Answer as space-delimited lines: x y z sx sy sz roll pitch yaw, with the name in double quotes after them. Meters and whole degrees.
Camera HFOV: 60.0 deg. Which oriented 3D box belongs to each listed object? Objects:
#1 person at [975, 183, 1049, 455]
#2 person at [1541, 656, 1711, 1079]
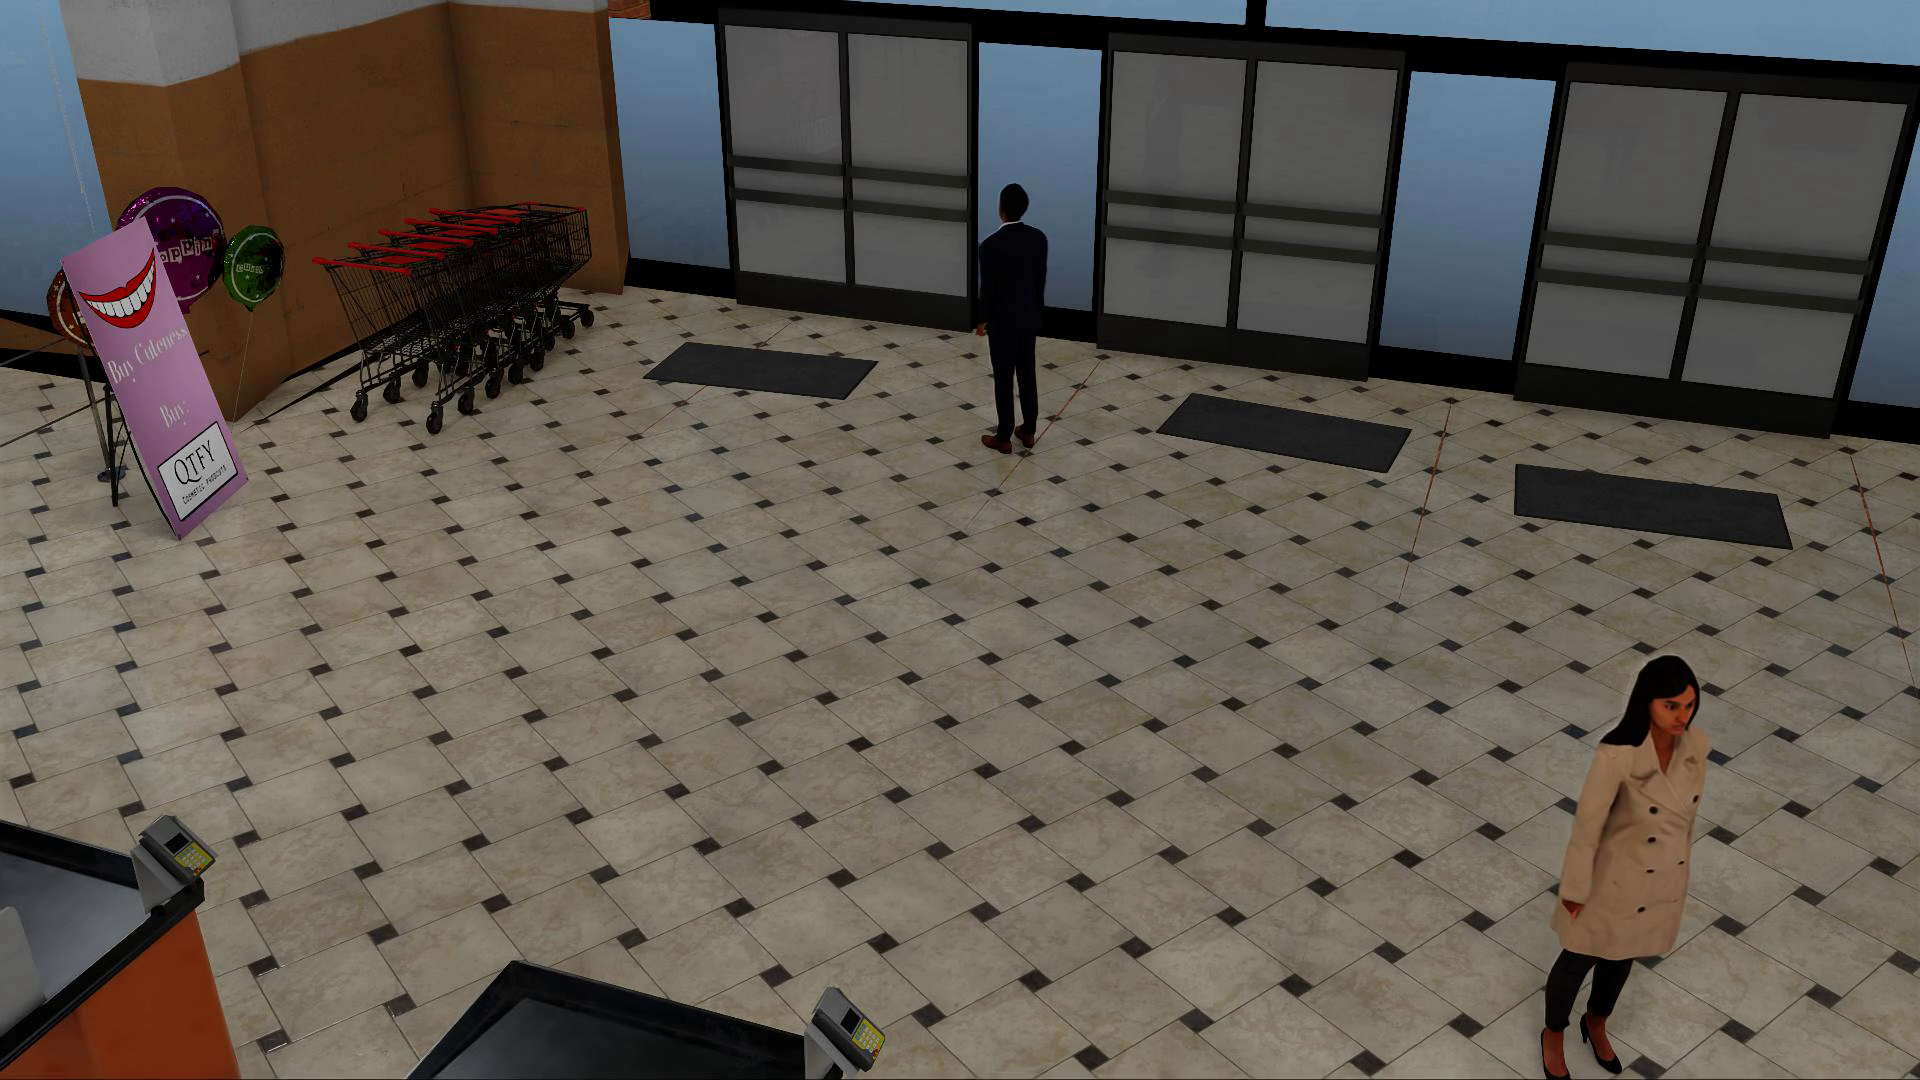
0.334 -1.382 10.451 0.686 1.727 0.767 -15 30 -26 "person"
2.222 1.122 5.565 0.722 1.681 0.744 -8 28 -15 "person"
